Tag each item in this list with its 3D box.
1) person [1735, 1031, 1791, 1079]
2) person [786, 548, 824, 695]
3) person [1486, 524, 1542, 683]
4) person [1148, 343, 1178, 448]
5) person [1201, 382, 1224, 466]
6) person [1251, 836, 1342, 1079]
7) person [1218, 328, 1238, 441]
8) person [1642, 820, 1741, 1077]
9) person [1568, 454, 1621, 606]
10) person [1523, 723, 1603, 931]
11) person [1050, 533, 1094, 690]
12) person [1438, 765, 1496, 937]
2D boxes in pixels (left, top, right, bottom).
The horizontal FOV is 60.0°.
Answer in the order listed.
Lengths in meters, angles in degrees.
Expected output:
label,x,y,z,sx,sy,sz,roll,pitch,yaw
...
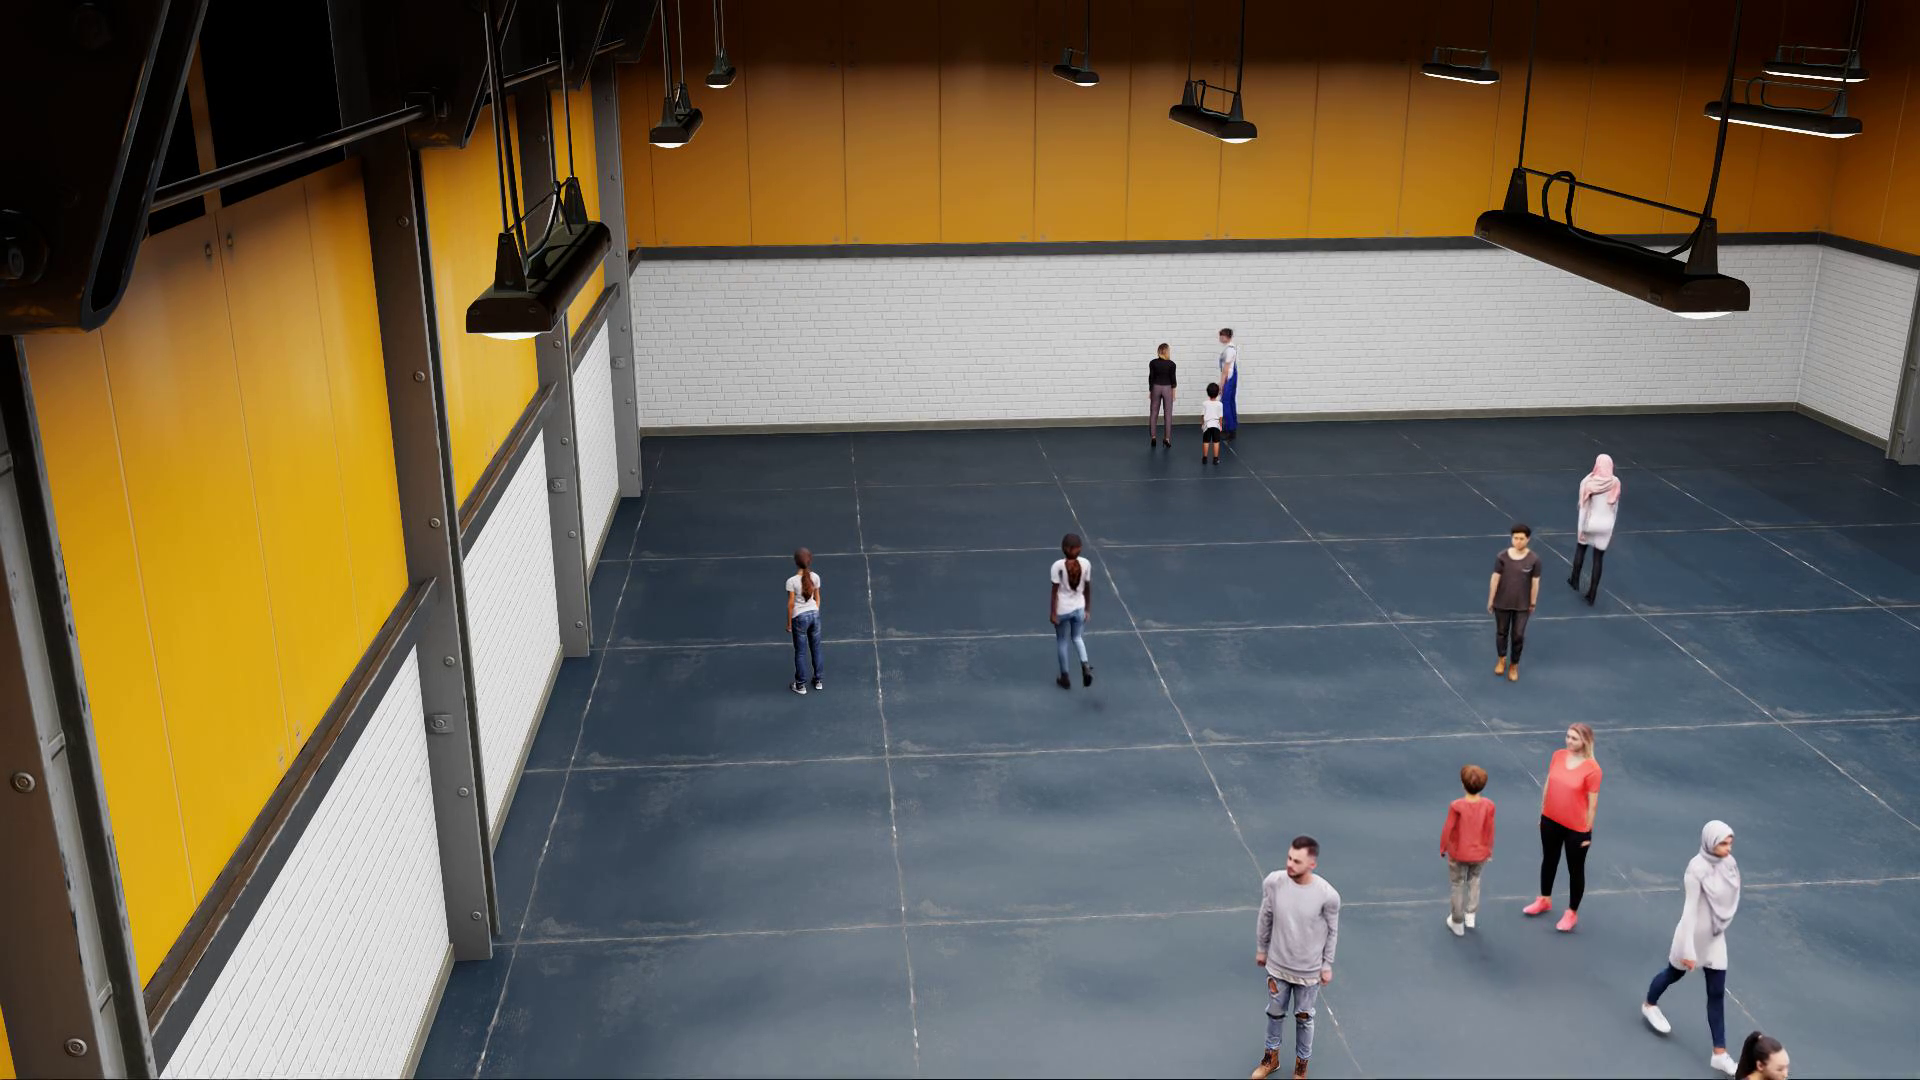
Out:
label,x,y,z,sx,sy,sz,roll,pitch,yaw
person,4.327,3.456,9.283,0.795,1.636,0.894,-13,22,-33
person,-1.602,0.816,17.237,0.612,1.563,0.637,-11,21,-28
person,5.868,0.614,17.623,0.780,1.699,0.835,10,21,28
person,3.186,-2.291,26.295,0.678,1.671,0.674,6,20,18
person,3.849,-1.783,25.432,0.526,1.258,0.543,3,19,9
person,2.215,2.773,10.996,0.764,1.838,0.759,9,21,26
person,4.330,-2.533,26.779,0.942,1.820,0.679,10,21,27
person,4.991,2.702,11.375,0.861,1.730,1.205,-7,20,-21
person,7.537,-0.099,19.627,0.787,1.772,1.046,3,19,9
person,4.725,2.202,12.919,0.735,1.693,0.629,-13,23,-34
person,1.166,0.772,17.140,0.710,1.709,0.864,-7,20,-21
person,3.915,2.406,12.750,0.544,1.414,0.502,0,19,-1
